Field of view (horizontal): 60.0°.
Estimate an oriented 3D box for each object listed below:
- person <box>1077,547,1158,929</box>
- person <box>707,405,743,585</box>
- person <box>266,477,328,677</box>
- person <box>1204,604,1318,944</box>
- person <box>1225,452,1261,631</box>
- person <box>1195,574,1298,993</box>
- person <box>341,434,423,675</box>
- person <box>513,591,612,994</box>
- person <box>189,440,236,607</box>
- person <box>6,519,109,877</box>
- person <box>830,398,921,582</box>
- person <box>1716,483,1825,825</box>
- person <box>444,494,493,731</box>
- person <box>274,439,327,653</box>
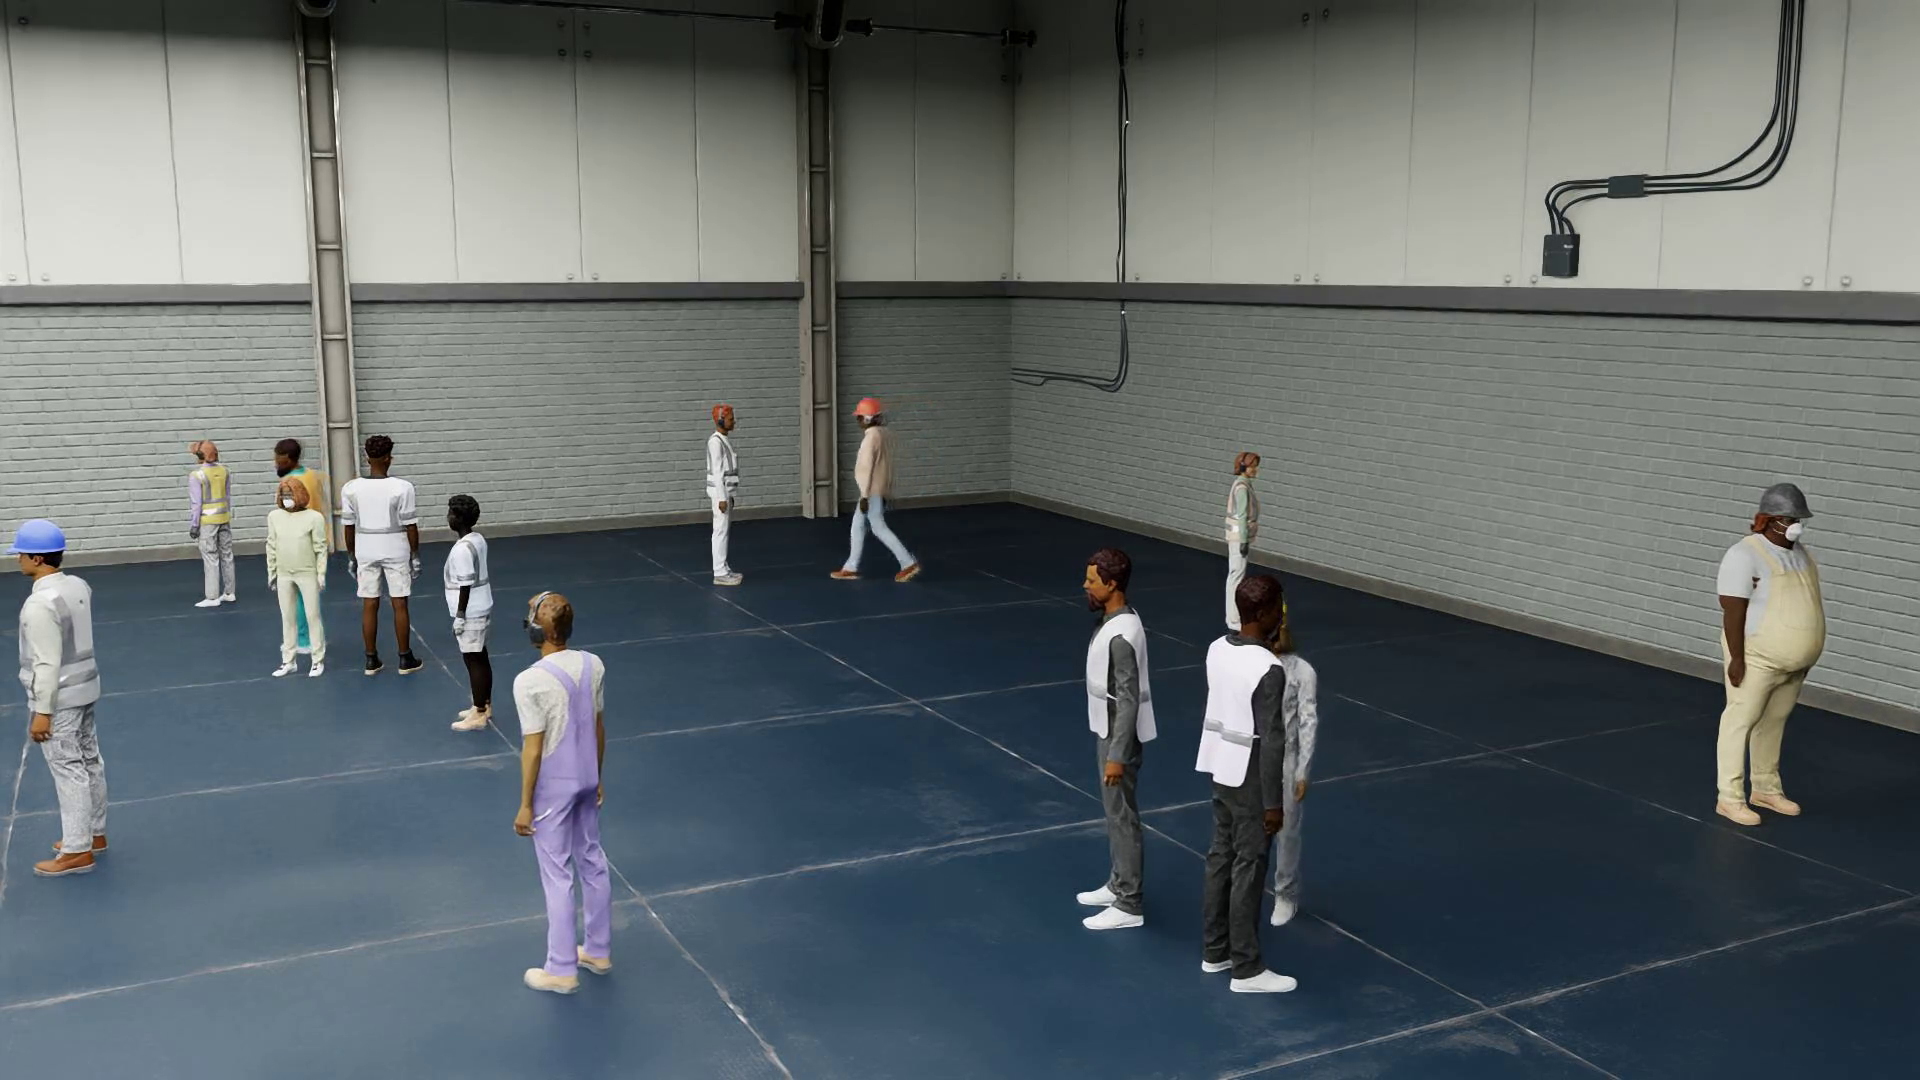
[{"bbox_3d":[0.792,0.986,8.327,0.386,1.918,0.590,0,9,2],"label":"person"},{"bbox_3d":[-2.471,-0.475,17.443,0.355,1.882,0.576,0,9,-2],"label":"person"},{"bbox_3d":[-5.356,0.299,13.444,0.498,1.632,0.285,1,9,5],"label":"person"},{"bbox_3d":[1.492,1.120,8.154,0.501,1.715,0.774,5,11,29],"label":"person"},{"bbox_3d":[2.577,0.010,15.211,0.315,1.636,0.514,1,9,8],"label":"person"},{"bbox_3d":[1.297,1.101,7.620,0.394,1.919,0.590,-3,10,-18],"label":"person"},{"bbox_3d":[-4.677,0.122,13.505,0.612,1.965,0.361,0,9,-1],"label":"person"},{"bbox_3d":[-1.821,1.143,7.585,0.347,1.846,0.505,6,11,32],"label":"person"},{"bbox_3d":[-7.310,-0.161,16.257,0.307,1.639,0.513,3,10,15],"label":"person"},{"bbox_3d":[-4.909,0.851,9.069,0.396,1.949,0.602,-1,9,-8],"label":"person"},{"bbox_3d":[-0.879,-0.522,17.529,0.964,1.960,0.629,1,9,7],"label":"person"},{"bbox_3d":[4.859,0.668,9.911,0.672,2.000,0.536,-5,10,-27],"label":"person"},{"bbox_3d":[-3.518,0.515,11.917,0.319,1.696,0.532,-1,9,-5],"label":"person"},{"bbox_3d":[-5.661,0.059,14.203,0.471,1.869,0.670,-1,9,-4],"label":"person"}]
